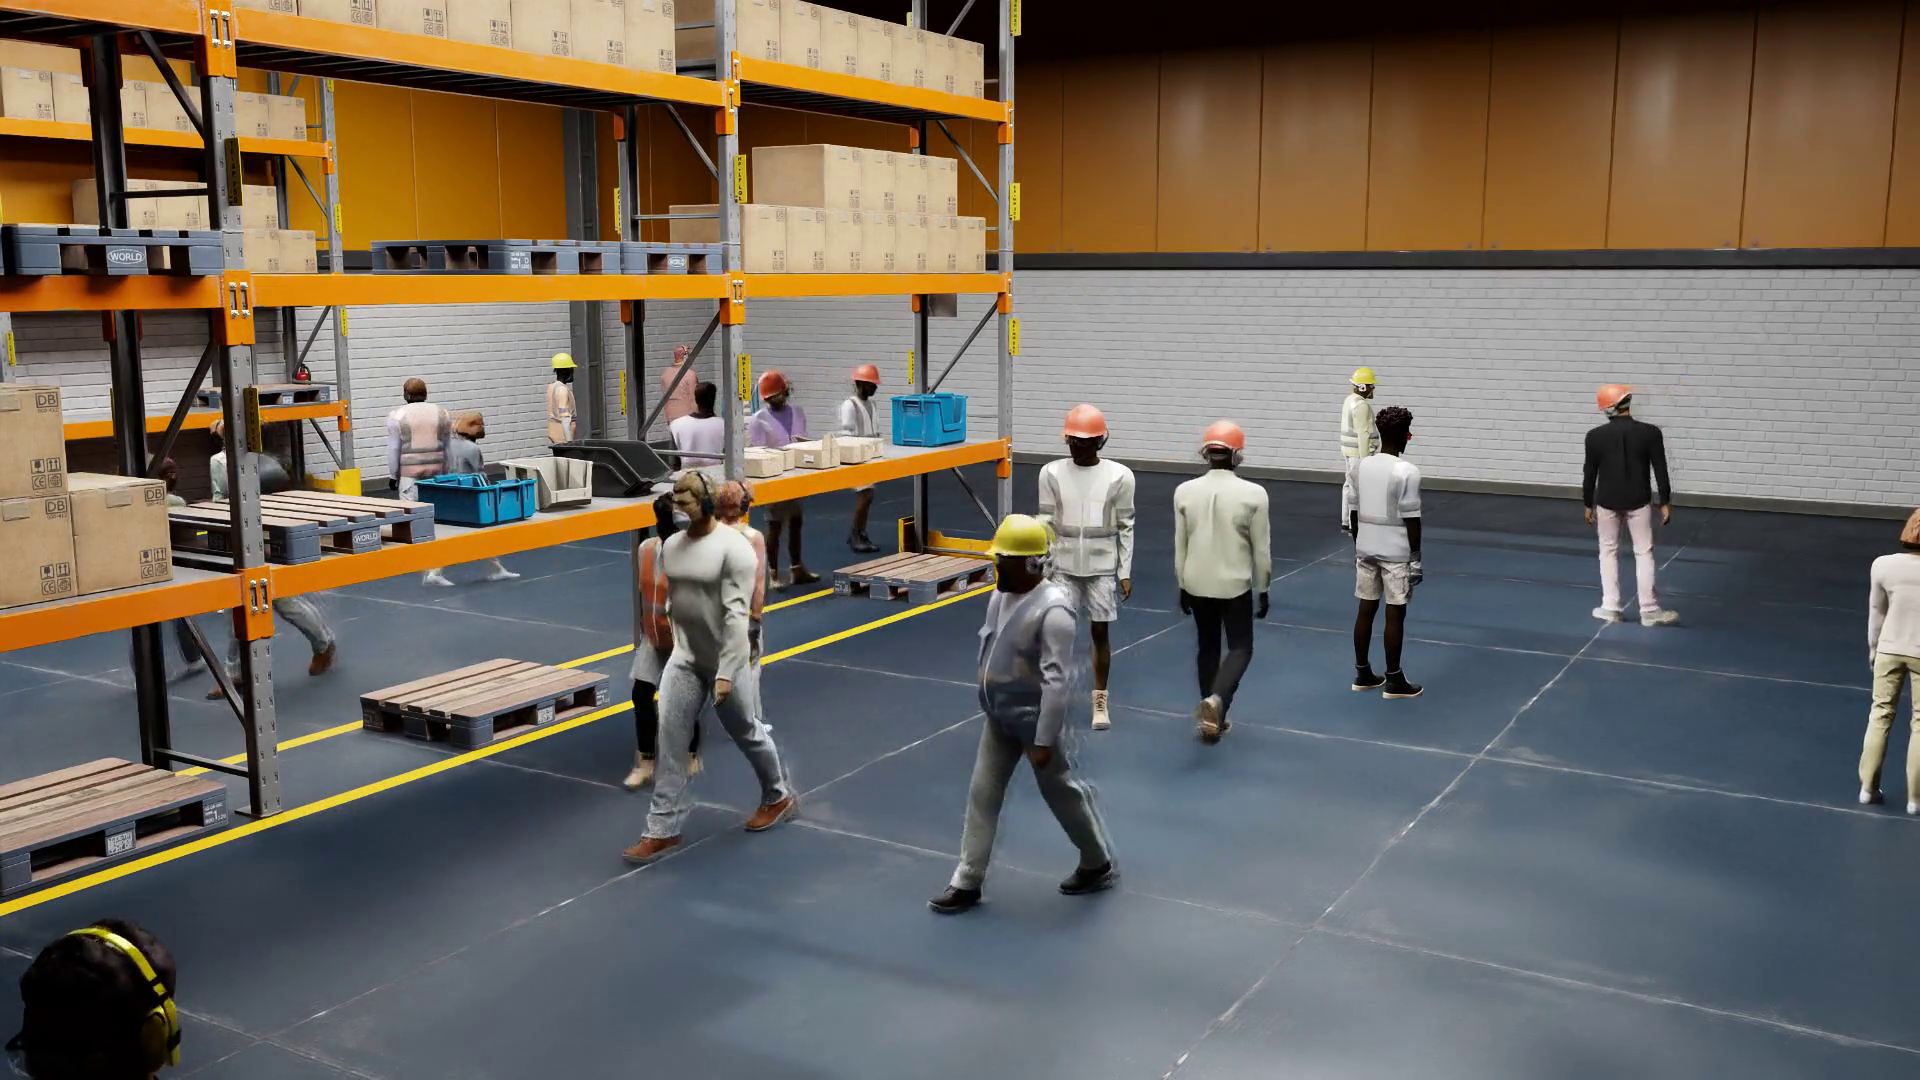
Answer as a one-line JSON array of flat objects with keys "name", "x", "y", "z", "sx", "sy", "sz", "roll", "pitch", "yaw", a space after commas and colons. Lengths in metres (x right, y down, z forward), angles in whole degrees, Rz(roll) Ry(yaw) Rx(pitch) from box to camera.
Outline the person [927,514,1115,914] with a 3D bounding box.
[{"name": "person", "x": 0.312, "y": 0.764, "z": 7.435, "sx": 0.918, "sy": 1.790, "sz": 0.611, "roll": -5, "pitch": 11, "yaw": -30}]

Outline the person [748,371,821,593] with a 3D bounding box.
[{"name": "person", "x": -1.513, "y": -0.522, "z": 14.899, "sx": 0.379, "sy": 1.991, "sz": 0.843, "roll": 8, "pitch": 12, "yaw": 42}]

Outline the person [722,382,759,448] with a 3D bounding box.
[{"name": "person", "x": -2.974, "y": -1.585, "z": 22.564, "sx": 0.522, "sy": 1.638, "sz": 0.310, "roll": -3, "pitch": 10, "yaw": -20}]

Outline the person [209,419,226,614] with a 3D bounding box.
[{"name": "person", "x": -6.056, "y": -0.194, "z": 13.890, "sx": 0.315, "sy": 1.636, "sz": 0.515, "roll": 2, "pitch": 9, "yaw": 10}]

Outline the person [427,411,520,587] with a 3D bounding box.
[{"name": "person", "x": -4.487, "y": -0.373, "z": 15.147, "sx": 0.835, "sy": 1.598, "sz": 0.500, "roll": -4, "pitch": 10, "yaw": -22}]

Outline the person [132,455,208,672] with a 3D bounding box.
[{"name": "person", "x": -5.532, "y": 0.196, "z": 11.567, "sx": 0.512, "sy": 1.592, "sz": 0.816, "roll": 0, "pitch": 9, "yaw": 2}]

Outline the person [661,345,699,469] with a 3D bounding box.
[{"name": "person", "x": -3.603, "y": -1.593, "z": 21.776, "sx": 0.639, "sy": 1.911, "sz": 0.406, "roll": 7, "pitch": 12, "yaw": 38}]

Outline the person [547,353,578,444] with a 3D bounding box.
[{"name": "person", "x": -4.565, "y": -1.190, "z": 19.195, "sx": 0.364, "sy": 1.930, "sz": 0.588, "roll": -4, "pitch": 10, "yaw": -25}]

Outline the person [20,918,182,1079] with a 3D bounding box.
[{"name": "person", "x": -1.287, "y": 1.494, "z": 2.645, "sx": 0.532, "sy": 1.865, "sz": 0.311, "roll": 2, "pitch": 9, "yaw": 9}]

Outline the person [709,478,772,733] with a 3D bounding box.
[{"name": "person", "x": -1.411, "y": 0.443, "z": 9.972, "sx": 0.519, "sy": 1.615, "sz": 0.673, "roll": 5, "pitch": 10, "yaw": 27}]

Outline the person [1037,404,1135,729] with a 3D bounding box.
[{"name": "person", "x": 0.776, "y": 0.171, "z": 10.353, "sx": 0.609, "sy": 2.040, "sz": 0.394, "roll": 2, "pitch": 9, "yaw": 11}]

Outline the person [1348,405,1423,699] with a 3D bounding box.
[{"name": "person", "x": 2.870, "y": 0.078, "z": 11.168, "sx": 0.368, "sy": 1.966, "sz": 0.603, "roll": -6, "pitch": 11, "yaw": -33}]

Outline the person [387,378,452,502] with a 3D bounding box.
[{"name": "person", "x": -5.226, "y": -0.647, "z": 16.082, "sx": 0.635, "sy": 1.840, "sz": 0.429, "roll": -7, "pitch": 12, "yaw": -38}]

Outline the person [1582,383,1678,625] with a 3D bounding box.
[{"name": "person", "x": 5.476, "y": -0.293, "z": 13.558, "sx": 0.778, "sy": 1.942, "sz": 0.482, "roll": 4, "pitch": 10, "yaw": 22}]

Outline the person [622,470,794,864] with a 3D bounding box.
[{"name": "person", "x": -1.231, "y": 0.590, "z": 8.211, "sx": 0.630, "sy": 1.897, "sz": 1.014, "roll": 6, "pitch": 11, "yaw": 33}]

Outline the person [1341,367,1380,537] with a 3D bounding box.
[{"name": "person", "x": 4.332, "y": -0.952, "z": 18.008, "sx": 0.404, "sy": 1.830, "sz": 0.601, "roll": 0, "pitch": 9, "yaw": -2}]

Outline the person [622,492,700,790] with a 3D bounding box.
[{"name": "person", "x": -1.629, "y": 0.561, "z": 9.072, "sx": 0.587, "sy": 1.659, "sz": 0.613, "roll": 6, "pitch": 11, "yaw": 32}]

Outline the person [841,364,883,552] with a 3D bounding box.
[{"name": "person", "x": -0.944, "y": -0.818, "z": 16.873, "sx": 0.437, "sy": 1.925, "sz": 0.581, "roll": 5, "pitch": 10, "yaw": 27}]

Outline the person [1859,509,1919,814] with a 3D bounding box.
[{"name": "person", "x": 5.041, "y": 0.630, "z": 8.784, "sx": 0.286, "sy": 1.626, "sz": 0.493, "roll": -8, "pitch": 12, "yaw": -39}]

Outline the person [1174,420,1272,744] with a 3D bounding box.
[{"name": "person", "x": 1.528, "y": 0.277, "z": 9.921, "sx": 0.619, "sy": 1.970, "sz": 0.722, "roll": 5, "pitch": 10, "yaw": 28}]

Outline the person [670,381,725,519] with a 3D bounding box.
[{"name": "person", "x": -2.252, "y": -0.449, "z": 14.648, "sx": 0.603, "sy": 1.900, "sz": 0.497, "roll": 1, "pitch": 9, "yaw": 6}]

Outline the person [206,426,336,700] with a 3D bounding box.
[{"name": "person", "x": -4.745, "y": 0.082, "z": 11.396, "sx": 0.636, "sy": 1.902, "sz": 0.990, "roll": 5, "pitch": 10, "yaw": 26}]
